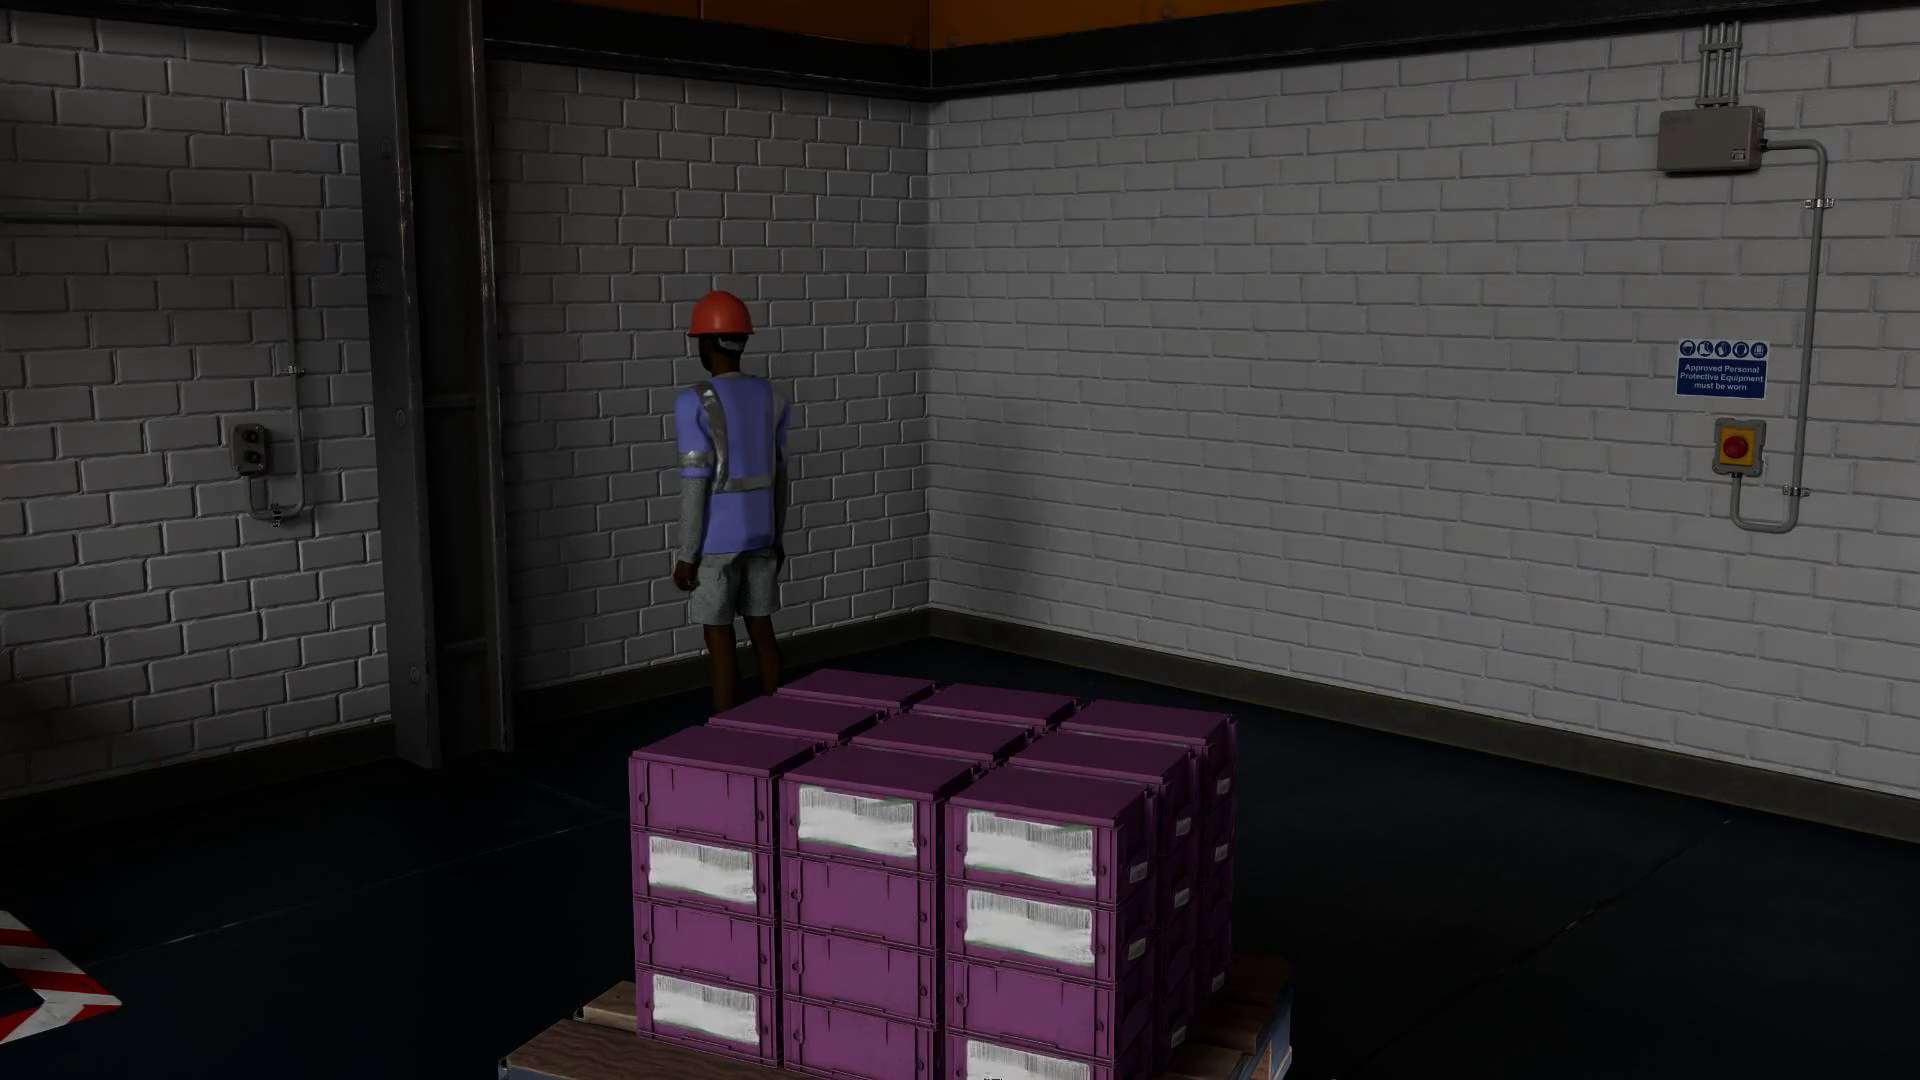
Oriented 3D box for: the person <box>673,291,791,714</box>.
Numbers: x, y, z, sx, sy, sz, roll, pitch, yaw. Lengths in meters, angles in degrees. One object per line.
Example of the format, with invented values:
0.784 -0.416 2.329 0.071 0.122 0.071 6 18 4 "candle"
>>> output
-0.925 -0.014 6.614 0.373 1.934 0.551 8 12 40 "person"
